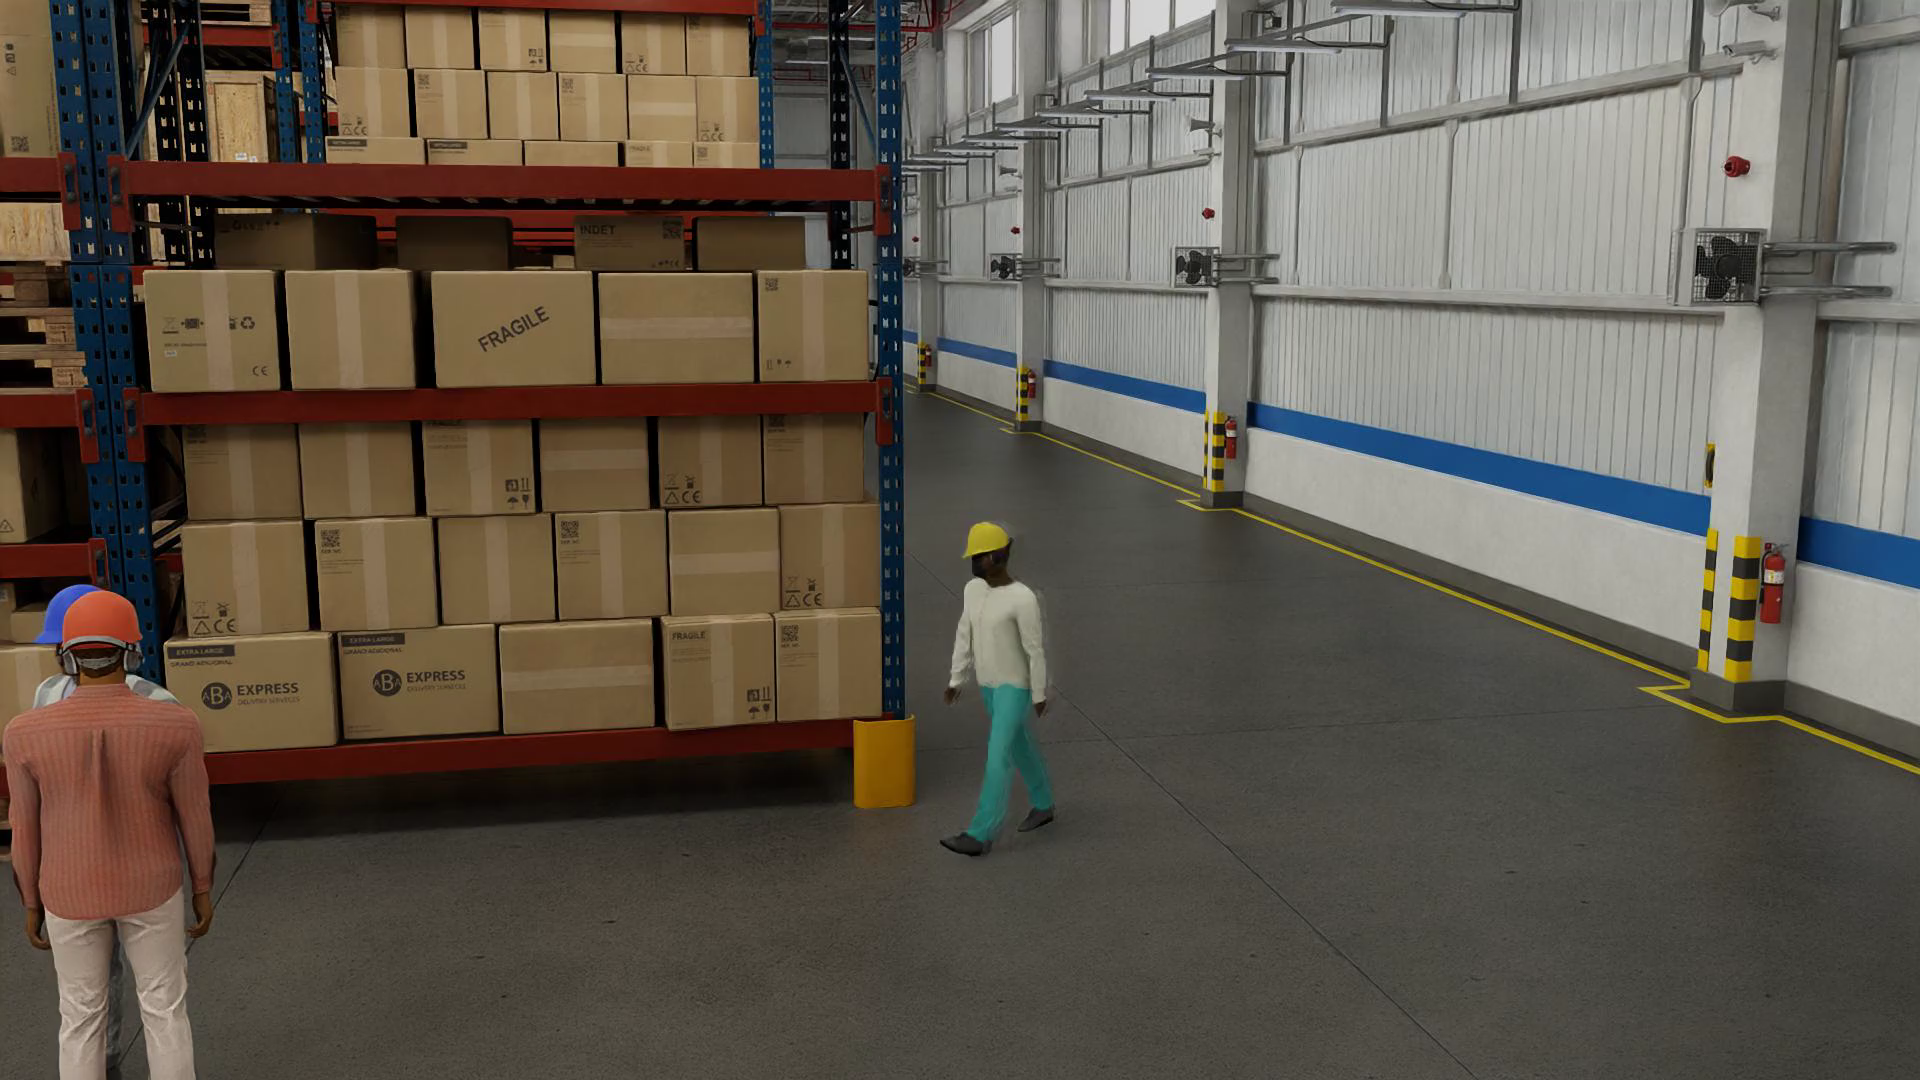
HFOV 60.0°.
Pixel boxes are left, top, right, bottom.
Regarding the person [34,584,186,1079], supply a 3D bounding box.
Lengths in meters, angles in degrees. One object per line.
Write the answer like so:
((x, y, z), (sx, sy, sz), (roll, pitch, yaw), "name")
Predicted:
((-3.005, 1.109, 5.869), (0.602, 1.949, 0.392), (3, 10, 16), "person")

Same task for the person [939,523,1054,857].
((0.193, 0.761, 8.737), (0.914, 1.706, 0.518), (-7, 12, -38), "person")

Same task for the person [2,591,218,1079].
((-2.789, 1.152, 5.520), (0.608, 1.987, 0.402), (-3, 10, -20), "person")
